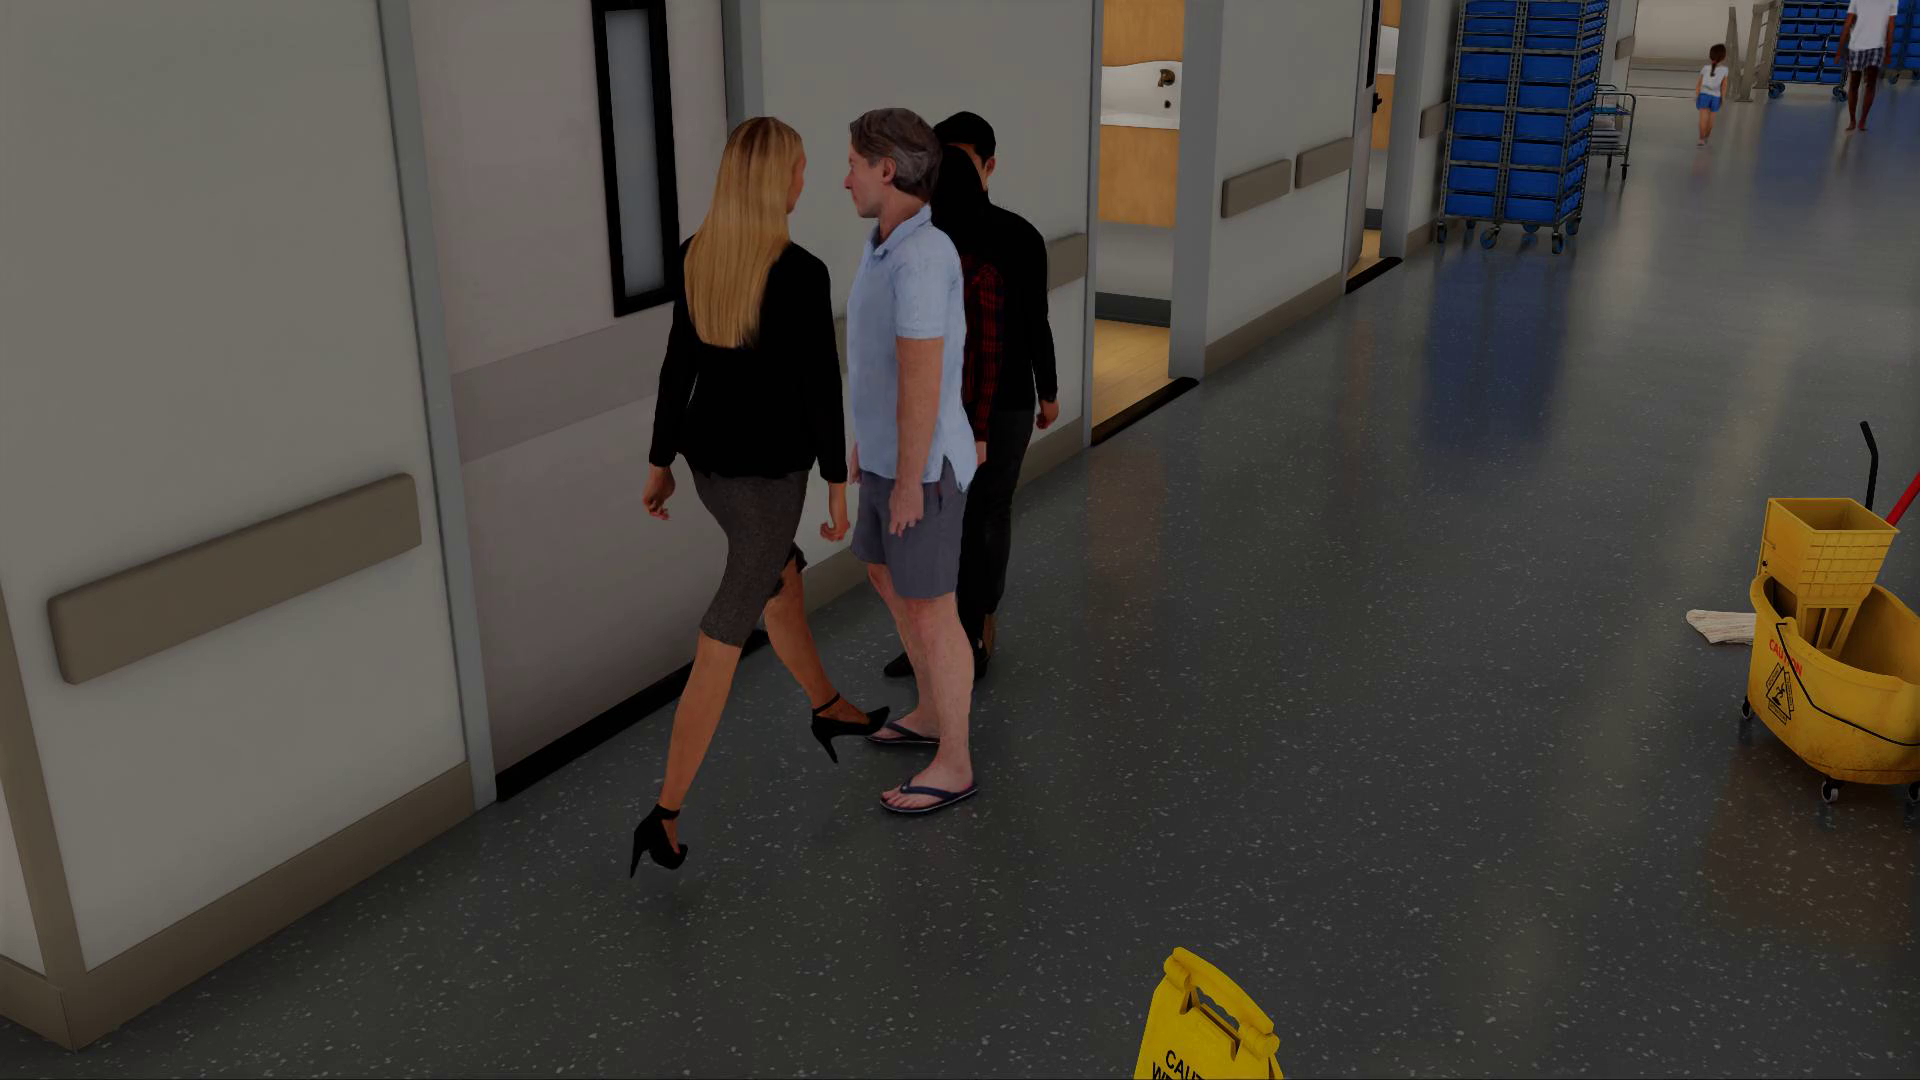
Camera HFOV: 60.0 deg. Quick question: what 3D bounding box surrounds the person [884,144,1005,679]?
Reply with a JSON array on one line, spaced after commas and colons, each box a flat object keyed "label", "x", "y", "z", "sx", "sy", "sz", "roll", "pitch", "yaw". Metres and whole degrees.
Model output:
[{"label": "person", "x": -0.047, "y": -0.348, "z": 4.984, "sx": 0.631, "sy": 1.658, "sz": 0.583, "roll": 18, "pitch": 27, "yaw": 40}]

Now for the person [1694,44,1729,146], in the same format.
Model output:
[{"label": "person", "x": 7.585, "y": -4.478, "z": 16.827, "sx": 0.509, "sy": 0.993, "sz": 0.762, "roll": 7, "pitch": 22, "yaw": 19}]

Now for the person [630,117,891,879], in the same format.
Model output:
[{"label": "person", "x": -0.578, "y": -0.032, "z": 3.985, "sx": 0.718, "sy": 1.776, "sz": 1.210, "roll": 11, "pitch": 23, "yaw": 27}]

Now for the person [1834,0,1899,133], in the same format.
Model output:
[{"label": "person", "x": 9.803, "y": -5.291, "z": 17.964, "sx": 0.702, "sy": 1.710, "sz": 0.792, "roll": 13, "pitch": 24, "yaw": 30}]

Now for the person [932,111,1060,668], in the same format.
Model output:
[{"label": "person", "x": 0.067, "y": -0.501, "z": 5.329, "sx": 0.802, "sy": 1.701, "sz": 1.115, "roll": 7, "pitch": 22, "yaw": 18}]

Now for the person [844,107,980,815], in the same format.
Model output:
[{"label": "person", "x": -0.098, "y": -0.196, "z": 4.357, "sx": 0.803, "sy": 1.819, "sz": 0.749, "roll": -8, "pitch": 22, "yaw": -21}]
